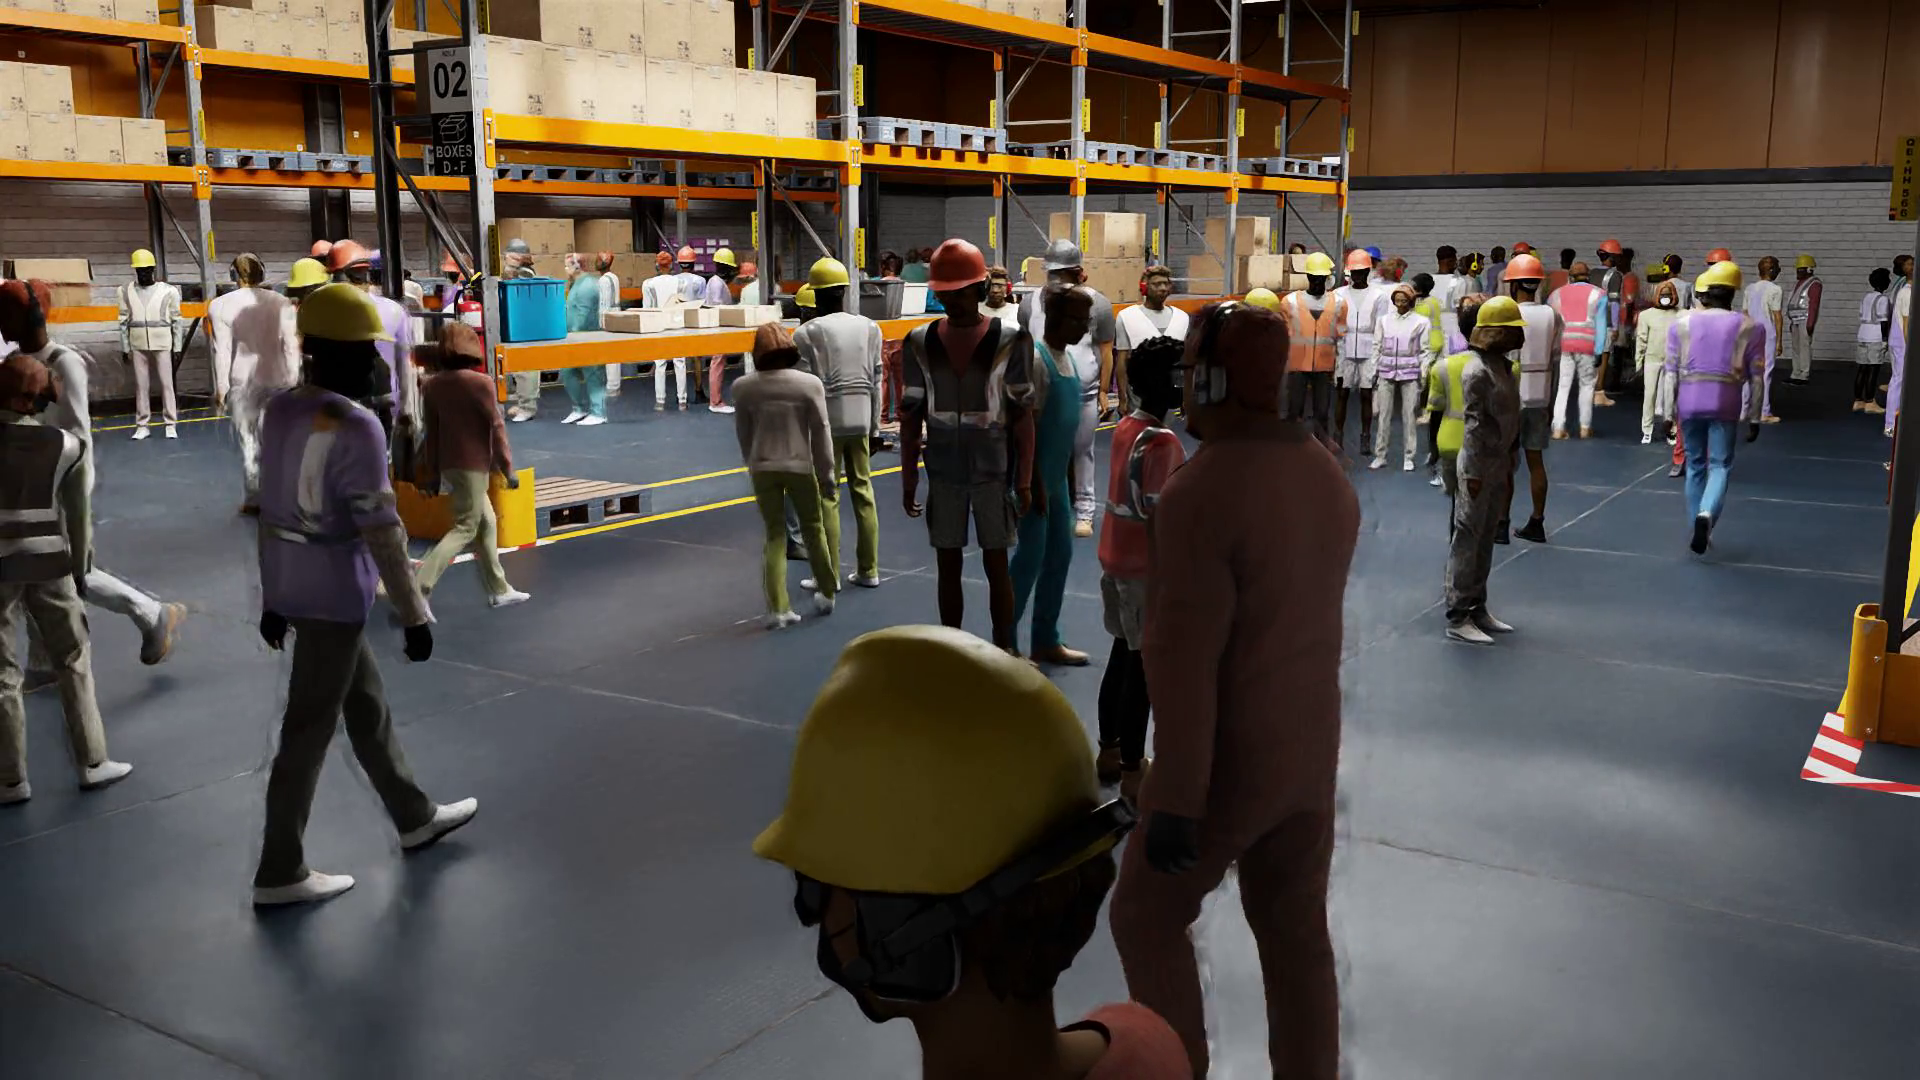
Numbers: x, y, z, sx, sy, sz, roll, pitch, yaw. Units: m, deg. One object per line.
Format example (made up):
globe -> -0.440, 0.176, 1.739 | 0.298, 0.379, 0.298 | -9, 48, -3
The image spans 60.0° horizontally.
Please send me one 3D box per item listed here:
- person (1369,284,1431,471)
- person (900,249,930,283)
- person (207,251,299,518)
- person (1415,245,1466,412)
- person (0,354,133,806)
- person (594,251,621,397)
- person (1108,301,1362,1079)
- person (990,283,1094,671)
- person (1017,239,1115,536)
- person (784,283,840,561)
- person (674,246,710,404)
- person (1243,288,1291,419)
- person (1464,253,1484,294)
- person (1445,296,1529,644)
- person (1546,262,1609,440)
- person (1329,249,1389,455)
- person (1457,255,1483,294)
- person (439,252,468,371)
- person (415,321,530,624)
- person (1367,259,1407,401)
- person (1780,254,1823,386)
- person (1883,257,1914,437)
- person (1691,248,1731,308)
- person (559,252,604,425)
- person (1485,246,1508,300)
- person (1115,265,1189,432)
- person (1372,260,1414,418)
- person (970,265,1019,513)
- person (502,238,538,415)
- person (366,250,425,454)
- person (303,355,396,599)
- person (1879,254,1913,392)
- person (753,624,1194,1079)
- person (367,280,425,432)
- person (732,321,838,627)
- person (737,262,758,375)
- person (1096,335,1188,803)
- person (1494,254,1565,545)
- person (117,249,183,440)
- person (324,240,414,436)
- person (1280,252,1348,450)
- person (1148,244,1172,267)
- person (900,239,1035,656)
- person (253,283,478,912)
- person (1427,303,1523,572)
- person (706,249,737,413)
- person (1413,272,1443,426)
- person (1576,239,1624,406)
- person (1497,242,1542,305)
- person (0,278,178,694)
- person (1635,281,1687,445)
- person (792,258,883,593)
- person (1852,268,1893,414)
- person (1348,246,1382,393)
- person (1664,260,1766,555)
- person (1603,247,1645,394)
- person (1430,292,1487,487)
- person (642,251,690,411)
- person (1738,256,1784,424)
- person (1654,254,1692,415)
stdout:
person -> 3.874, -1.428, 14.656 | 0.513, 1.640, 0.309 | 6, 12, 29
person -> -0.789, -4.012, 28.374 | 0.638, 1.893, 1.029 | -6, 12, -28
person -> -5.139, -1.127, 12.160 | 0.630, 1.938, 0.366 | -10, 14, -43
person -> 5.689, -2.496, 19.671 | 0.614, 1.962, 0.362 | 8, 13, 39
person -> -3.389, 0.151, 5.983 | 0.325, 1.615, 0.605 | 8, 13, 38
person -> -4.584, -2.805, 21.609 | 0.354, 1.884, 0.576 | 0, 10, 0
person -> 0.555, 0.453, 3.522 | 0.642, 1.892, 0.698 | 9, 14, 42
person -> 0.381, -0.279, 7.777 | 0.465, 1.822, 0.592 | 5, 12, 28
person -> 0.691, -1.032, 11.347 | 0.688, 2.000, 0.536 | 2, 10, 13
person -> -0.948, -0.749, 10.573 | 0.339, 1.761, 0.524 | 3, 11, 15
person -> -3.349, -2.645, 20.558 | 0.549, 1.942, 0.347 | 2, 10, 12
person -> 1.766, -0.611, 9.843 | 0.299, 1.742, 0.493 | 7, 12, 33
person -> 6.523, -2.737, 21.308 | 0.333, 1.860, 0.510 | 2, 10, 13
person -> 2.686, -0.357, 8.434 | 0.299, 1.745, 0.483 | 8, 13, 37
person -> 6.288, -1.925, 16.971 | 0.650, 1.791, 0.901 | 7, 12, 33
person -> 3.733, -1.755, 15.645 | 0.551, 1.934, 0.373 | 3, 11, 18
person -> 6.830, -2.888, 22.262 | 0.412, 1.825, 0.525 | 5, 11, 25
person -> -5.721, -2.316, 18.912 | 0.676, 1.879, 0.407 | 9, 14, 41
person -> -2.701, -0.376, 8.932 | 0.505, 1.595, 0.825 | 8, 13, 37
person -> 5.361, -2.656, 21.075 | 0.648, 1.780, 0.667 | 0, 10, 0
person -> 11.709, -3.046, 23.124 | 0.403, 1.824, 0.591 | 0, 10, 3
person -> 9.747, -1.973, 17.106 | 0.345, 1.847, 0.506 | 5, 11, 25
person -> 8.577, -2.353, 18.990 | 0.388, 1.929, 0.544 | -3, 11, -15
person -> -4.183, -2.178, 18.118 | 0.577, 1.887, 0.640 | -5, 11, -26
person -> 8.578, -3.712, 26.515 | 0.625, 1.933, 0.374 | -8, 13, -37
person -> 1.356, -1.019, 11.807 | 0.565, 1.850, 0.390 | -4, 11, -23
person -> 4.943, -2.317, 19.151 | 0.556, 1.784, 0.968 | 8, 13, 36
person -> 0.266, -1.114, 12.363 | 0.561, 1.838, 0.392 | 1, 10, 4
person -> -5.157, -2.485, 19.401 | 0.538, 2.000, 0.683 | -1, 10, -7
person -> -4.614, -1.356, 13.410 | 0.614, 1.942, 0.403 | -8, 13, -38
person -> -3.445, -0.504, 9.377 | 0.540, 1.695, 0.317 | 2, 10, 9
person -> 12.619, -2.902, 22.306 | 0.429, 1.830, 0.636 | 4, 11, 19
person -> 0.003, 0.931, 1.262 | 0.340, 1.760, 0.526 | 6, 12, 31
person -> -5.915, -2.081, 17.474 | 0.585, 1.929, 0.375 | -7, 13, -36
person -> -0.925, -0.357, 8.836 | 0.544, 1.592, 0.609 | 0, 10, 1
person -> -2.885, -2.978, 23.028 | 0.428, 1.715, 0.653 | 5, 11, 27
person -> 0.675, 0.104, 6.039 | 0.321, 1.689, 0.532 | -2, 10, -11
person -> 3.731, -0.933, 11.119 | 0.546, 1.929, 0.388 | -3, 11, -15
person -> -8.225, -1.981, 16.921 | 0.589, 1.928, 0.384 | -2, 11, -13
person -> -3.773, -0.837, 10.334 | 0.798, 2.013, 0.605 | 7, 12, 34
person -> 3.022, -1.491, 14.252 | 0.582, 1.918, 0.395 | 0, 10, 3
person -> 3.127, -3.714, 26.208 | 0.390, 2.039, 0.614 | 0, 10, 1
person -> 0.022, -0.293, 7.312 | 0.611, 2.028, 0.409 | 3, 11, 15
person -> -1.863, 0.157, 5.188 | 0.612, 1.880, 0.926 | 10, 14, 44
person -> 2.911, -0.519, 9.504 | 0.533, 1.669, 0.714 | 8, 13, 38
person -> -2.792, -2.446, 19.529 | 0.391, 1.915, 0.591 | -2, 10, -9
person -> 5.125, -2.086, 18.220 | 0.342, 1.673, 0.598 | 5, 12, 27
person -> 7.879, -2.651, 20.363 | 0.416, 2.034, 0.603 | -3, 11, -18
person -> 7.798, -3.151, 23.217 | 0.611, 1.995, 0.376 | 6, 12, 29
person -> -4.007, -0.243, 7.490 | 0.579, 1.866, 0.673 | 7, 13, 36
person -> 6.961, -1.751, 16.495 | 0.503, 1.623, 0.299 | 3, 11, 14
person -> -0.718, -0.658, 9.613 | 0.587, 1.921, 0.401 | -7, 12, -34
person -> 10.722, -2.332, 19.498 | 0.318, 1.700, 0.535 | 0, 10, 2
person -> 5.396, -2.901, 21.985 | 0.602, 1.939, 0.397 | 10, 14, 44
person -> 4.835, -0.843, 10.728 | 0.597, 1.899, 0.782 | 7, 12, 32
person -> 8.812, -2.867, 21.804 | 0.699, 1.937, 0.622 | 4, 11, 23
person -> 4.277, -1.256, 13.802 | 0.825, 1.602, 0.513 | -10, 14, -43
person -> -3.480, -2.479, 19.794 | 0.574, 1.887, 0.355 | -2, 11, -13
person -> 8.895, -2.213, 18.434 | 0.346, 1.846, 0.505 | -5, 11, -25
person -> 8.234, -2.375, 19.305 | 0.519, 1.860, 0.319 | -1, 10, -8
